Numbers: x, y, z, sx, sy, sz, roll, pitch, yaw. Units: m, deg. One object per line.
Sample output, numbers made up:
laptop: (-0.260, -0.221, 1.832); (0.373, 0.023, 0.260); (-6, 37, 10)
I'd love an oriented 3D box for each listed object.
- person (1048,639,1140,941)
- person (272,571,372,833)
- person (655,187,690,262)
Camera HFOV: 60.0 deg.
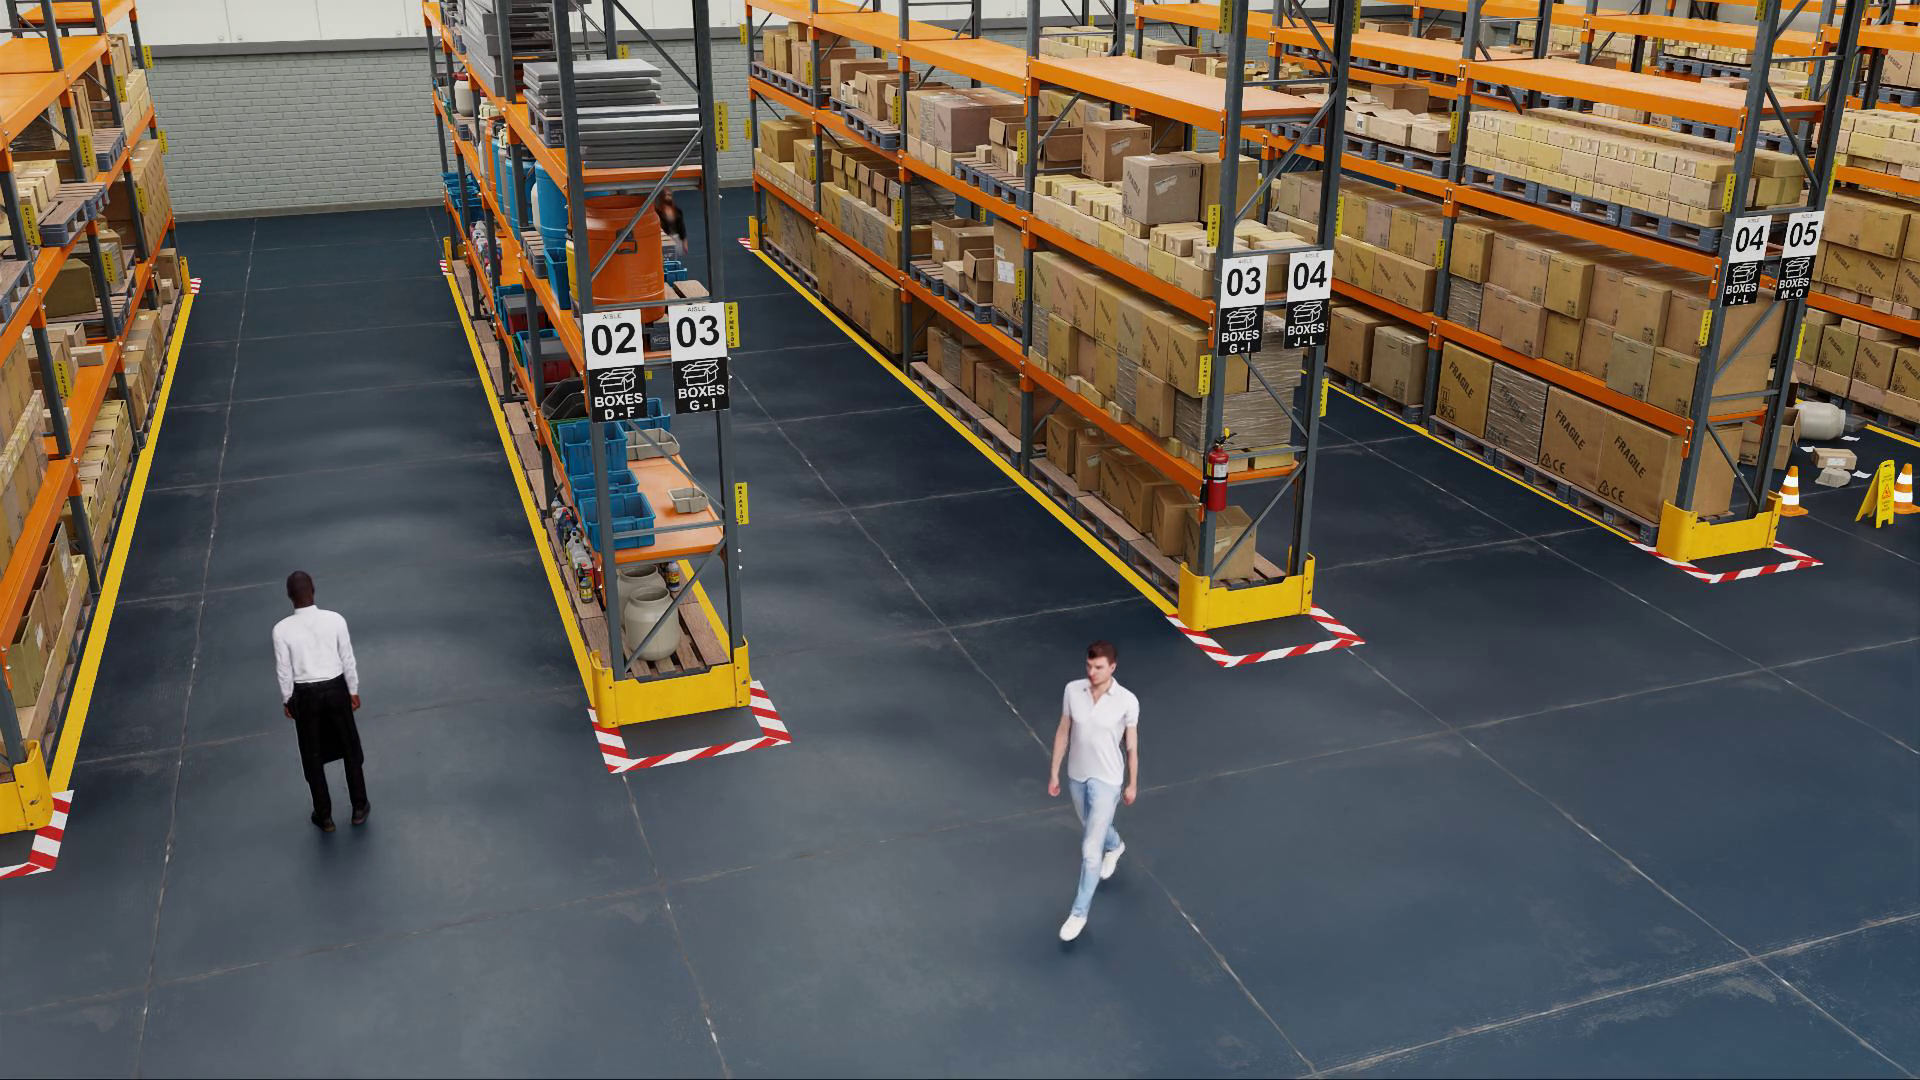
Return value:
person: (0.859, 1.428, 10.165); (1.227, 1.810, 1.212); (13, 26, 29)
person: (-4.234, 1.065, 11.019); (0.655, 1.837, 0.557); (-10, 24, -24)
person: (-4.261, -4.337, 24.462); (0.607, 1.658, 1.115); (-8, 24, -19)
